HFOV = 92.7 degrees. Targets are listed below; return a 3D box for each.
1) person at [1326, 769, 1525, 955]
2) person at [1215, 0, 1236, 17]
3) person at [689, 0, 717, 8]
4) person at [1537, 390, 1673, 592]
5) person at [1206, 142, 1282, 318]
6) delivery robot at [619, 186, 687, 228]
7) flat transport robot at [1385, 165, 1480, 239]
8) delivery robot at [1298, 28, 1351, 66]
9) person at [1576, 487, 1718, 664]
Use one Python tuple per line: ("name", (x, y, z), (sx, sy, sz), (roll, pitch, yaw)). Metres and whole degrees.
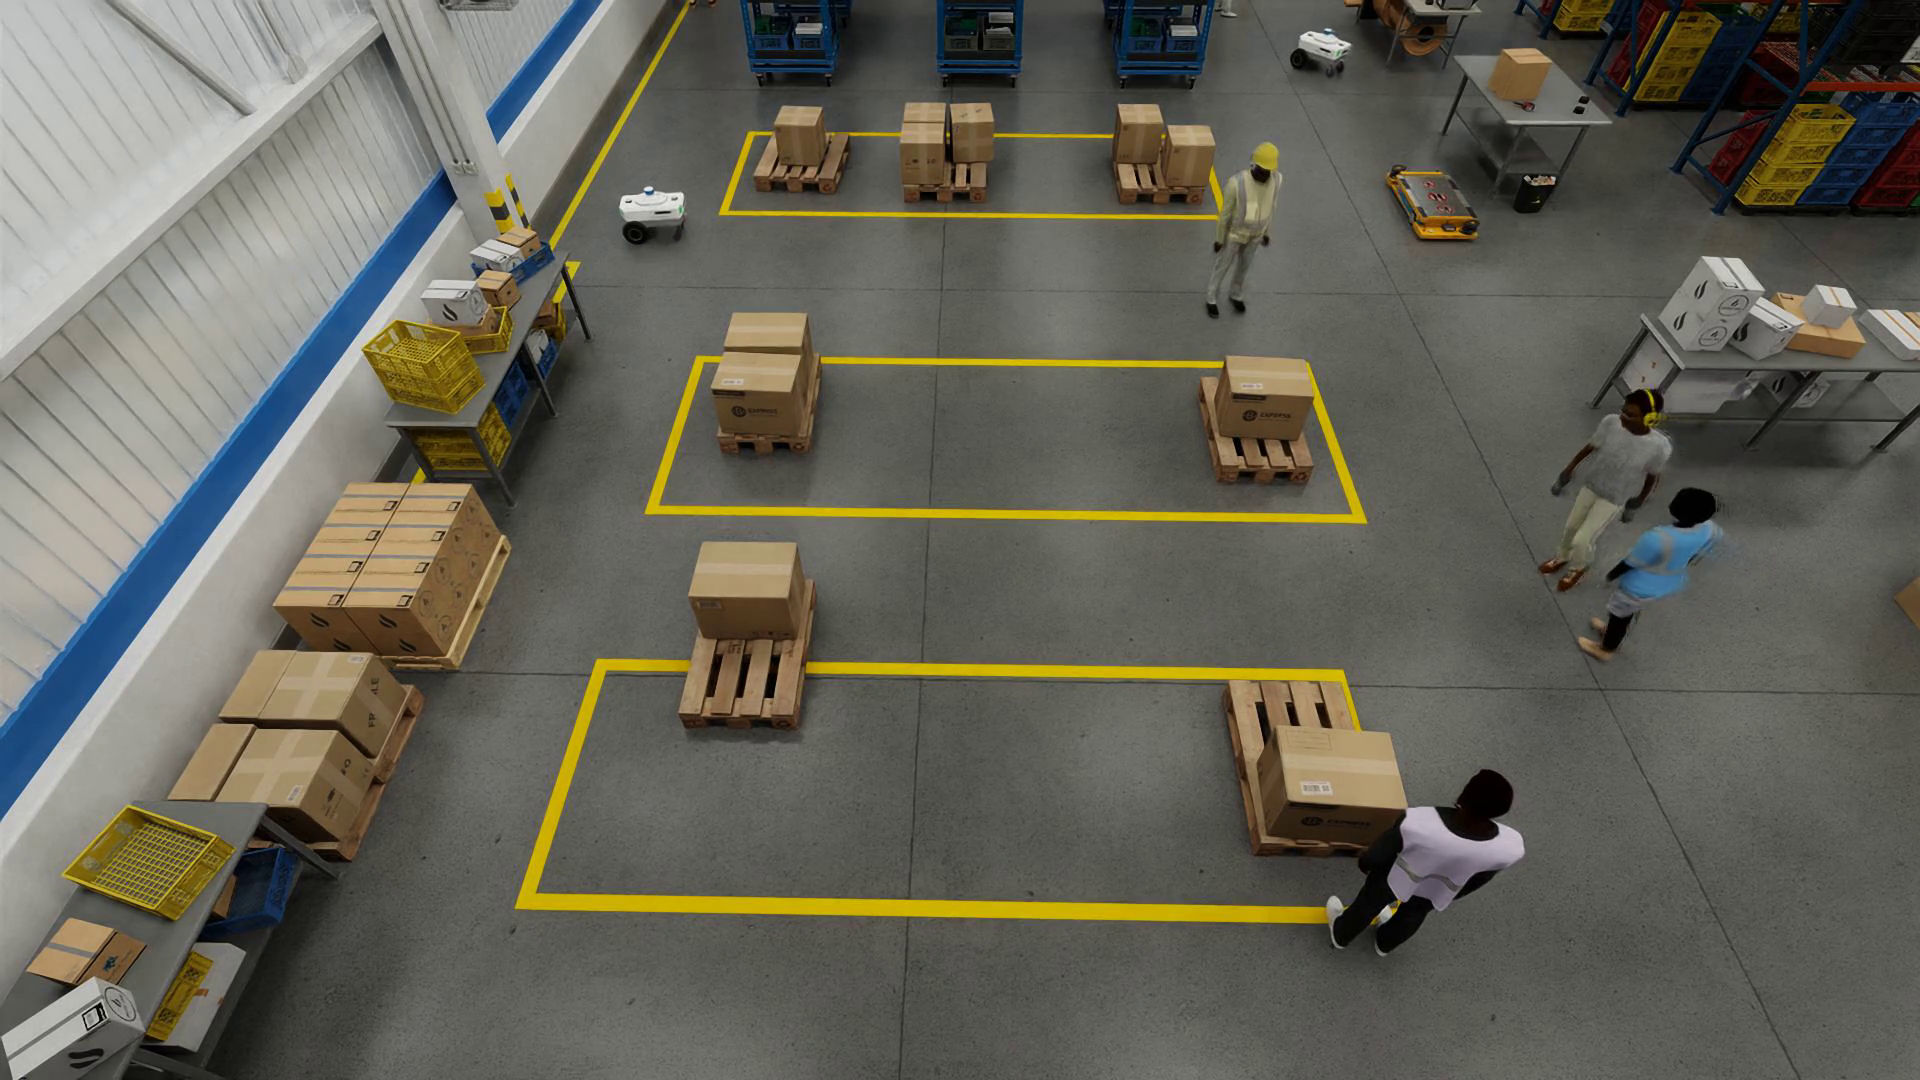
("person", (2.449, 1.785, 4.896), (0.581, 1.910, 0.394), (10, 50, 9))
("person", (4.418, -9.336, 14.695), (0.314, 1.639, 0.517), (-7, 50, -6))
("person", (-4.368, -9.758, 14.840), (0.613, 1.985, 0.416), (-7, 50, -6))
("person", (4.763, -0.371, 6.812), (0.483, 1.827, 0.531), (-20, 52, -17))
("person", (2.839, -3.083, 9.160), (0.599, 1.828, 0.403), (-13, 50, -11))
("delivery robot", (-3.537, -3.836, 10.589), (0.707, 0.478, 0.477), (-5, 49, -5))
("flat transport robot", (5.692, -4.094, 11.059), (0.652, 0.197, 1.431), (1, 49, 1))
("delivery robot", (5.396, -7.314, 13.595), (0.477, 0.478, 0.707), (-36, 57, -26))
("person", (4.746, 0.270, 6.358), (0.558, 1.674, 0.407), (-16, 51, -13))
